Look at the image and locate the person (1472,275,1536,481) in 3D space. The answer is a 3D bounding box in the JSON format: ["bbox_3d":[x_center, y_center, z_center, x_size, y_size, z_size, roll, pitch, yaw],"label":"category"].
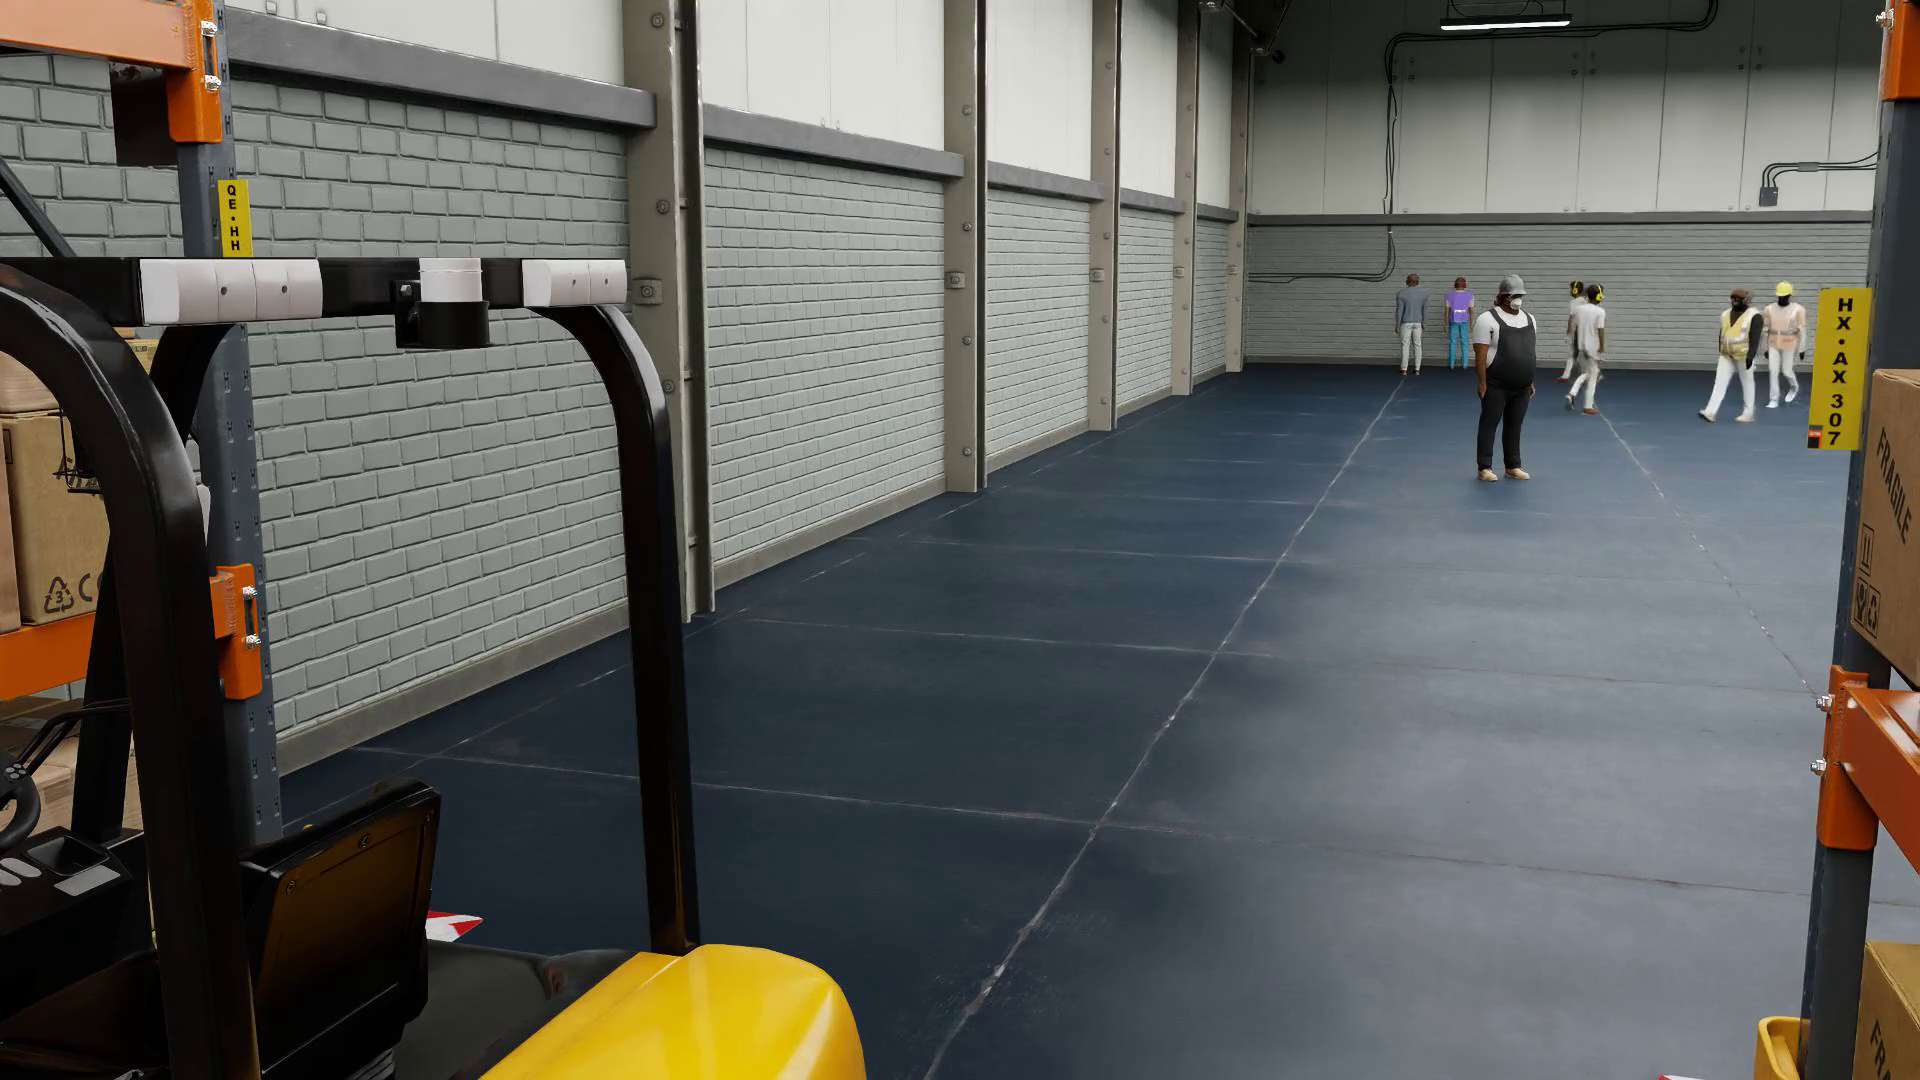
[{"bbox_3d":[5.434,-1.597,16.447,0.685,2.000,0.538,-3,10,-19],"label":"person"}]

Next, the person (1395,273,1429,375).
[{"bbox_3d":[8.619,-4.122,31.791,0.631,1.940,0.372,-1,10,-6],"label":"person"}]

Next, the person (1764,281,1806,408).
[{"bbox_3d":[12.235,-2.893,24.657,0.719,1.889,0.595,-9,13,-43],"label":"person"}]

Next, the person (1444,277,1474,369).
[{"bbox_3d":[9.996,-4.334,33.348,0.564,1.839,0.392,2,10,10],"label":"person"}]

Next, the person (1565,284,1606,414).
[{"bbox_3d":[8.878,-2.689,23.542,0.481,1.844,0.544,-5,11,-29],"label":"person"}]

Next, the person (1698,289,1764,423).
[{"bbox_3d":[10.385,-2.459,22.312,0.945,1.789,0.654,-5,11,-30],"label":"person"}]

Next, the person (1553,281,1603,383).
[{"bbox_3d":[10.993,-3.668,29.439,0.529,1.834,0.934,-9,13,-41],"label":"person"}]
